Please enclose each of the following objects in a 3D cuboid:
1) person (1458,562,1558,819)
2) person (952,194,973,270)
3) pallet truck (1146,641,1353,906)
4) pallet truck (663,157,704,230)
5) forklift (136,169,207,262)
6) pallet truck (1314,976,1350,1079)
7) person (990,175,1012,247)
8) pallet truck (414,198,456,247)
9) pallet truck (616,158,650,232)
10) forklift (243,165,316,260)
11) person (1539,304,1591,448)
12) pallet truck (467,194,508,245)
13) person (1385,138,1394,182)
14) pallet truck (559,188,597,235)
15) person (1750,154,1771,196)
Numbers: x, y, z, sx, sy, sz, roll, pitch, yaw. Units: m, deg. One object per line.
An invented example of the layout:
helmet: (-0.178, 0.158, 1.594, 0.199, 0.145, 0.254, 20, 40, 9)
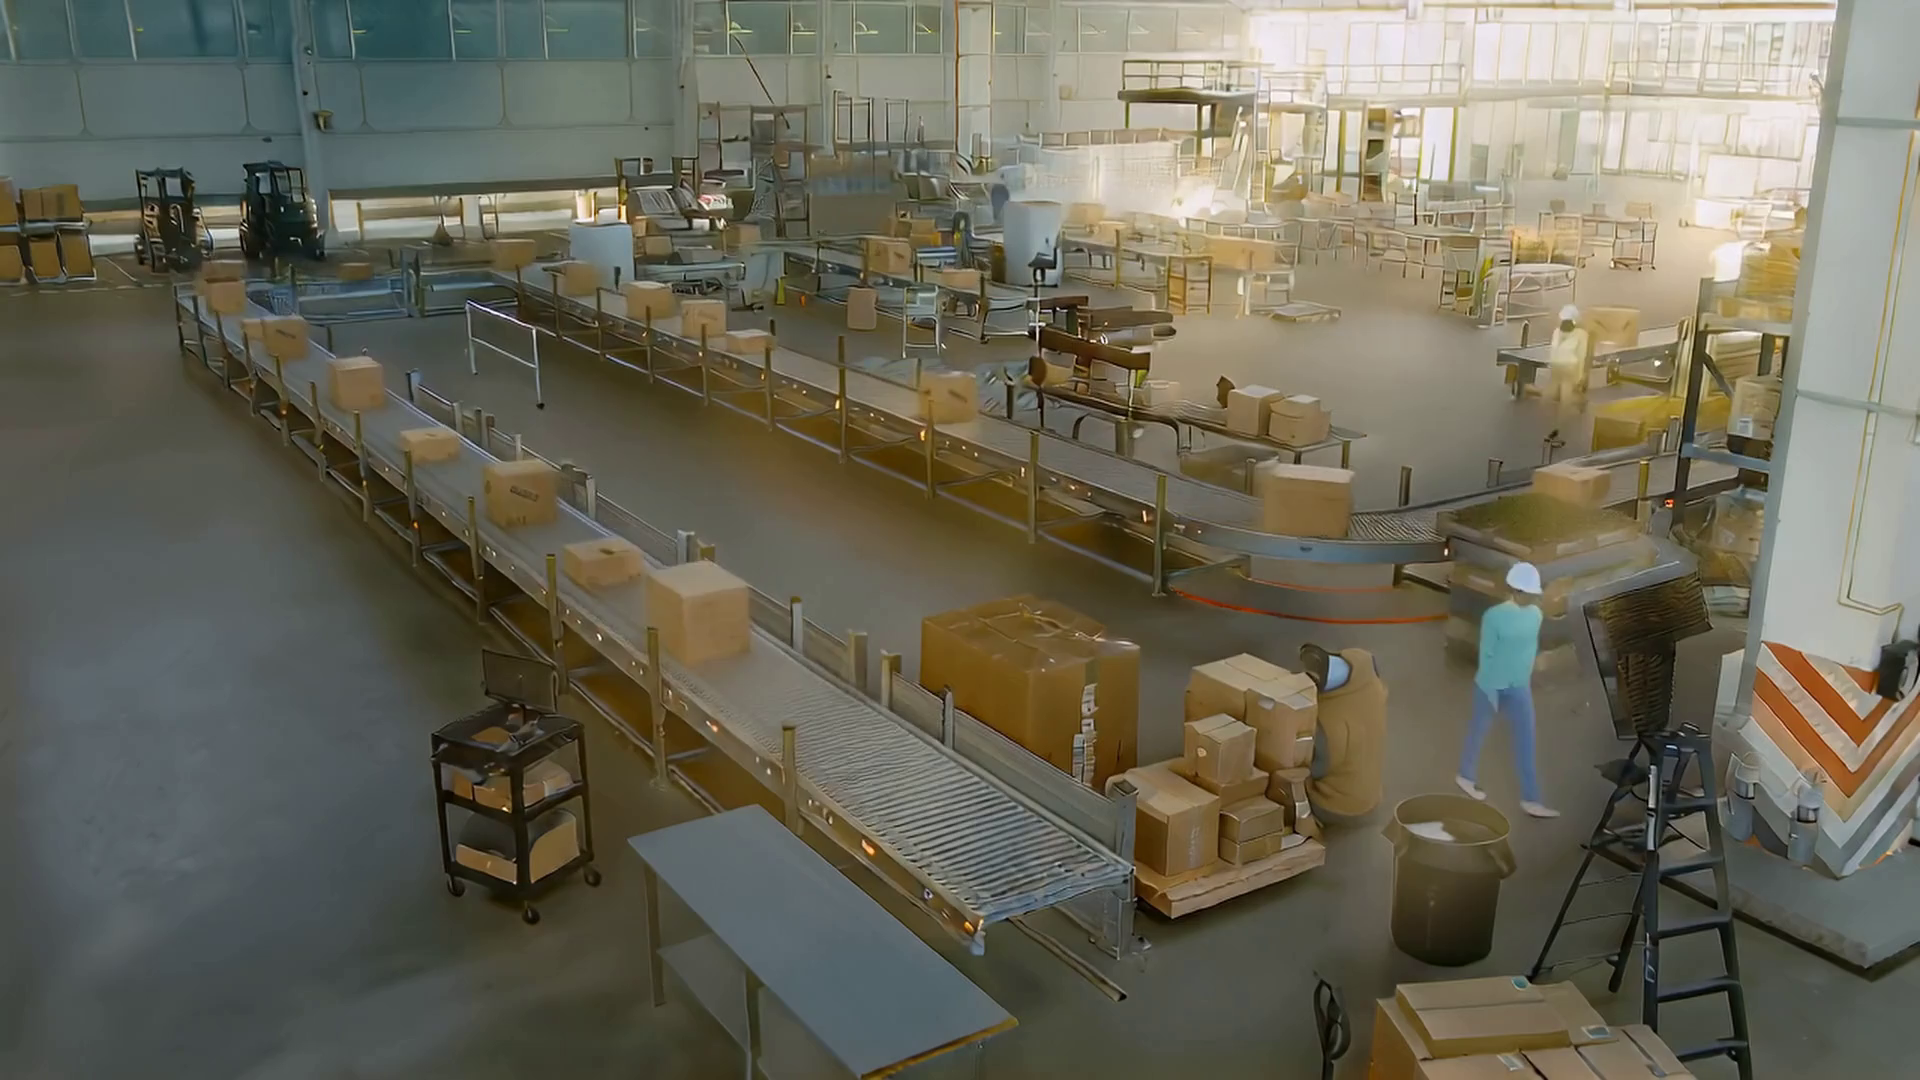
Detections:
person: (3.621, 0.984, 10.907, 0.538, 1.732, 0.854, -6, 18, -18)
person: (0.070, -5.852, 33.113, 0.373, 2.043, 0.615, -9, 19, -27)
pallet truck: (1.664, 1.407, 10.232, 1.630, 1.274, 0.653, -10, 20, -31)
pallet truck: (-7.586, -9.308, 44.692, 0.823, 1.965, 1.885, -11, 20, -33)
forklift: (-17.842, -7.318, 37.559, 1.157, 1.987, 2.680, -10, 20, -31)
pallet truck: (2.299, 2.390, 7.086, 1.601, 1.201, 0.680, -2, 17, -7)
person: (1.106, -7.826, 39.990, 0.957, 1.862, 0.645, -8, 18, -25)
pallet truck: (-13.250, -8.060, 41.856, 0.680, 1.201, 1.601, -10, 20, -31)
pallet truck: (-8.918, -9.176, 44.255, 0.823, 1.965, 1.885, -9, 19, -27)
forklift: (-15.898, -7.669, 38.708, 1.157, 1.987, 2.680, -11, 20, -33)
person: (7.568, -2.051, 20.848, 0.434, 1.817, 0.623, -8, 18, -24)
pallet truck: (-11.983, -8.177, 42.137, 0.704, 1.261, 1.522, -11, 20, -33)
person: (14.477, -12.714, 56.287, 0.519, 1.844, 0.330, -14, 22, -39)
pallet truck: (-10.010, -8.652, 43.699, 0.653, 1.274, 1.630, -10, 20, -31)
person: (23.667, -10.487, 49.080, 0.528, 1.734, 0.786, -5, 17, -16)
